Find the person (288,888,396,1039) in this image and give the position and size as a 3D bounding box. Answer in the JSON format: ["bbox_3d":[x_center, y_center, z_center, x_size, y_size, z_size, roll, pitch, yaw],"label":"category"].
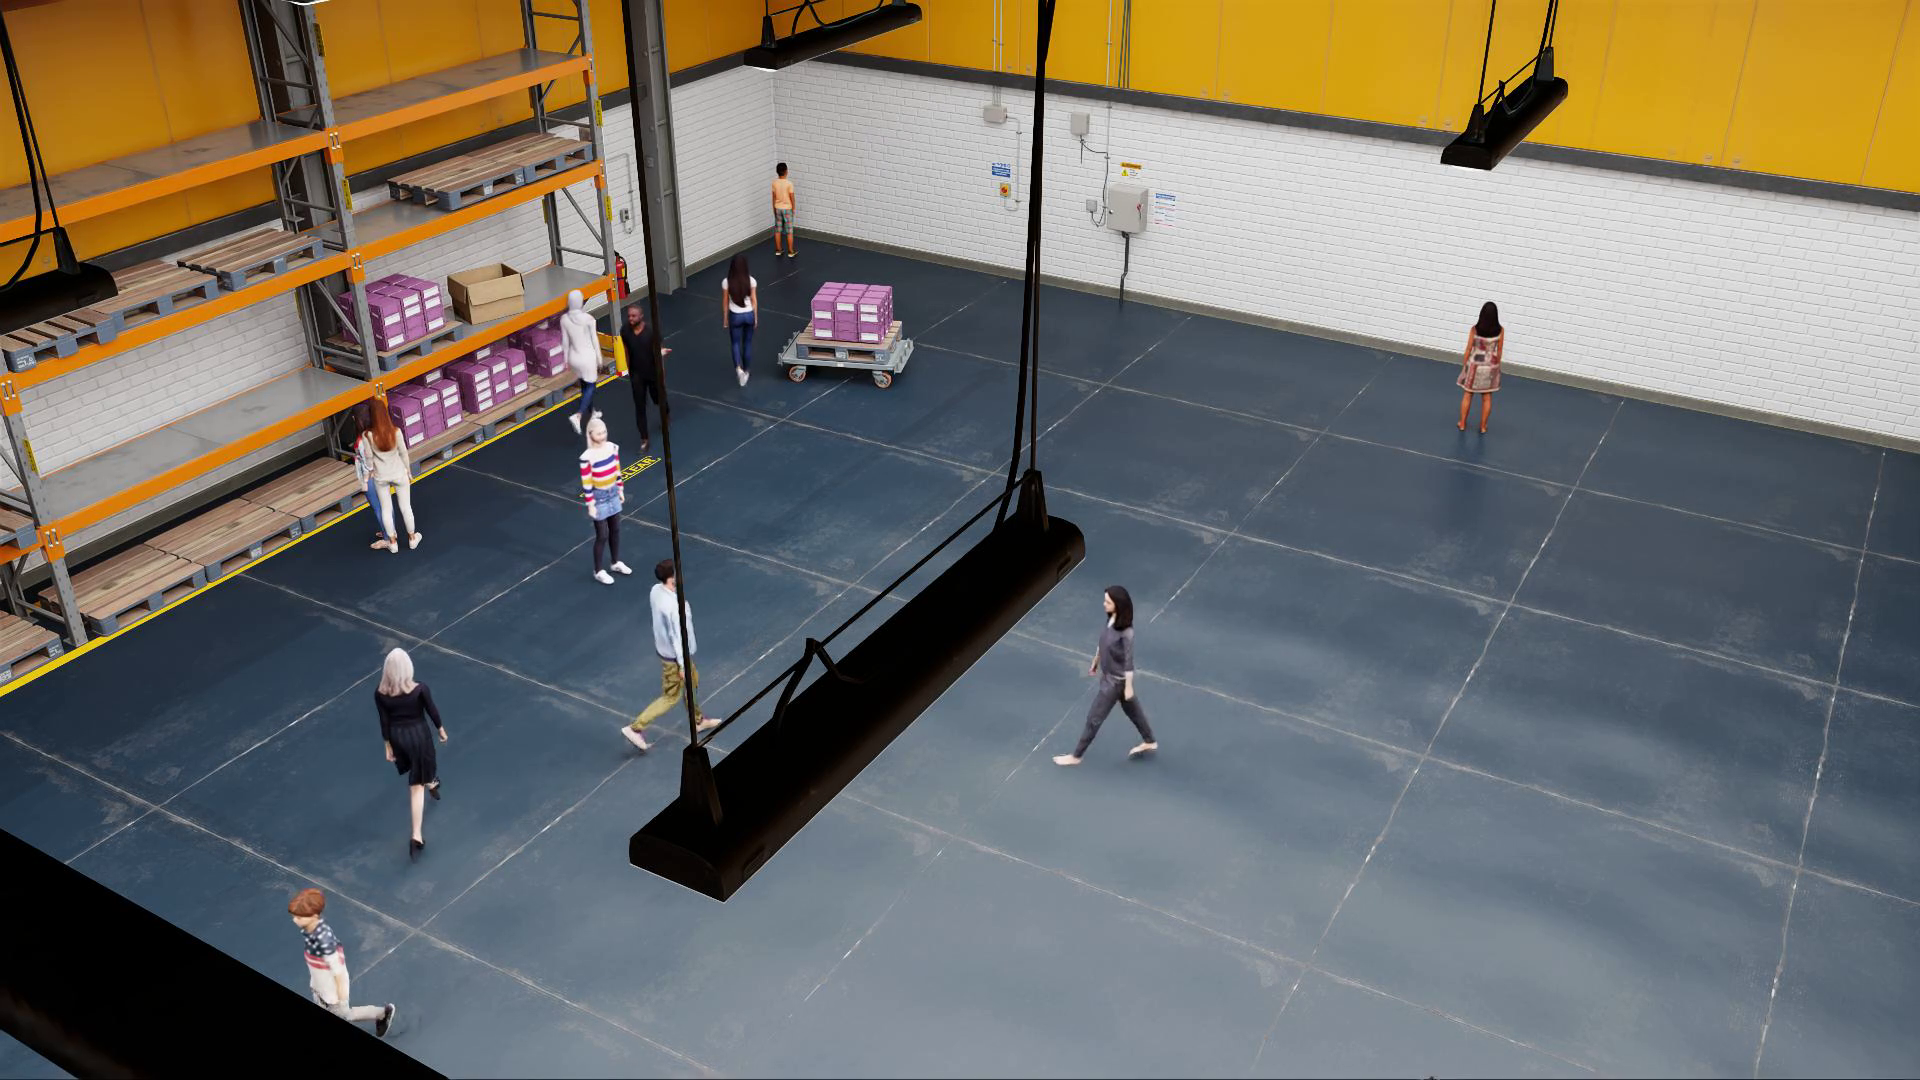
[{"bbox_3d":[-4.177,2.891,11.164,0.874,1.425,0.669,-23,36,-36],"label":"person"}]

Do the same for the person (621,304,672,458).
[{"bbox_3d":[-3.680,-1.963,19.696,0.969,1.777,1.303,5,29,8],"label":"person"}]

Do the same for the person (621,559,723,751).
[{"bbox_3d":[-2.541,1.002,14.254,1.246,1.783,1.113,-11,30,-19],"label":"person"}]

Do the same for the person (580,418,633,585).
[{"bbox_3d":[-3.612,-0.416,16.828,0.726,1.806,0.488,19,34,31],"label":"person"}]

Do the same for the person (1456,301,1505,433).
[{"bbox_3d":[6.299,-2.095,20.078,0.731,1.642,0.660,5,29,10],"label":"person"}]

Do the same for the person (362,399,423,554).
[{"bbox_3d":[-5.958,-0.671,17.392,0.678,1.713,0.746,-9,30,-16],"label":"person"}]

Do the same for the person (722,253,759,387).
[{"bbox_3d":[-2.773,-2.761,21.183,0.957,1.753,1.052,-5,29,-9],"label":"person"}]

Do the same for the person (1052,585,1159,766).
[{"bbox_3d":[1.405,1.163,14.035,1.184,1.709,1.161,-6,29,-10],"label":"person"}]

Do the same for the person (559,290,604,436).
[{"bbox_3d":[-4.561,-2.103,19.980,0.790,1.750,1.088,7,29,12],"label":"person"}]

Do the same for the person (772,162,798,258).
[{"bbox_3d":[-2.750,-5.143,25.856,0.575,1.459,0.580,5,29,9],"label":"person"}]

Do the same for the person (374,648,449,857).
[{"bbox_3d":[-4.320,1.682,13.098,1.065,1.695,1.239,-3,29,-5],"label":"person"}]

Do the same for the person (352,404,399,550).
[{"bbox_3d":[-6.184,-0.685,17.523,0.731,1.613,0.626,-2,29,-3],"label":"person"}]
